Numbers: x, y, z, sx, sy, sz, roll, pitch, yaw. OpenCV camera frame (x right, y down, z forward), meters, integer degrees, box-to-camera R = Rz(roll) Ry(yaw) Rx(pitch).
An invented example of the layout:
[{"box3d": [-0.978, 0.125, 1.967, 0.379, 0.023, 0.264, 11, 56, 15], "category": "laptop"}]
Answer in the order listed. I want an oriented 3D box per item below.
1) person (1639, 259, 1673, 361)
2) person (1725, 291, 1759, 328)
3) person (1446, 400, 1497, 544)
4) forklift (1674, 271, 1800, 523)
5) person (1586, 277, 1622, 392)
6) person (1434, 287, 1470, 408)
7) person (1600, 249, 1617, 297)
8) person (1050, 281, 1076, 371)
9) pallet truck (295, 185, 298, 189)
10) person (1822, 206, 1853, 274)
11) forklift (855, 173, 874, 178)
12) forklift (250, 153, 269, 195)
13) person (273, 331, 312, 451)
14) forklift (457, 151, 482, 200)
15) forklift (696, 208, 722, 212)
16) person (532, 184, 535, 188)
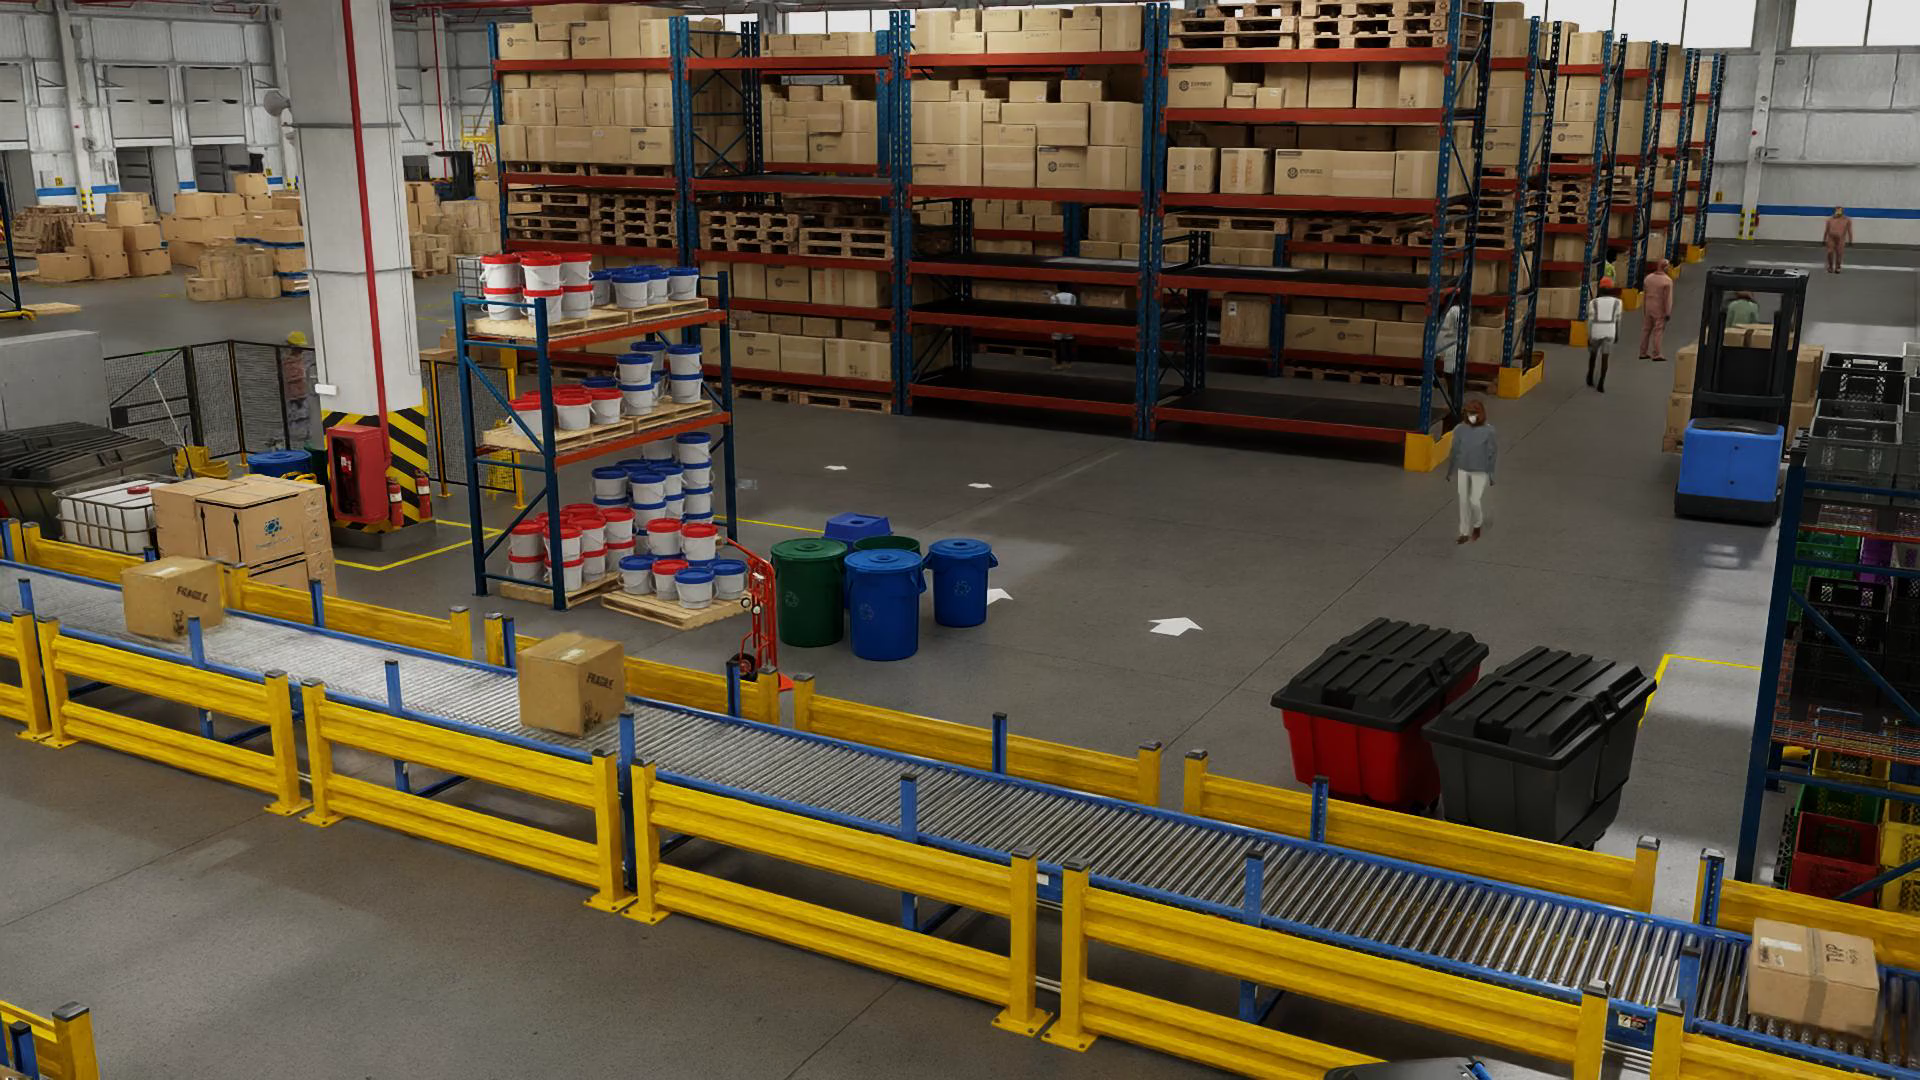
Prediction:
[{"box3d": [13.079, -4.302, 31.158, 0.399, 1.902, 0.642, -7, 17, -25], "category": "person"}, {"box3d": [13.725, -3.627, 29.210, 0.523, 1.582, 0.872, 11, 18, 35], "category": "person"}, {"box3d": [5.610, -0.735, 18.280, 0.526, 1.619, 0.348, 12, 19, 39], "category": "person"}, {"box3d": [9.269, -1.763, 19.726, 1.129, 2.768, 1.873, 8, 17, 27], "category": "forklift"}, {"box3d": [10.855, -3.483, 28.104, 0.552, 1.881, 1.005, 5, 16, 18], "category": "person"}, {"box3d": [7.623, -2.943, 25.843, 0.800, 2.005, 0.498, -13, 19, -39], "category": "person"}, {"box3d": [13.863, -5.388, 35.637, 0.318, 1.690, 0.530, 7, 17, 25], "category": "person"}, {"box3d": [1.844, -3.899, 30.021, 0.540, 1.697, 0.317, -8, 17, -27], "category": "person"}, {"box3d": [-26.804, -14.617, 69.738, 1.885, 1.965, 0.823, -14, 20, -42], "category": "pallet truck"}, {"box3d": [24.608, -8.402, 46.592, 0.782, 1.875, 0.600, 7, 17, 25], "category": "person"}, {"box3d": [-3.452, -12.630, 60.579, 1.873, 2.768, 1.129, 8, 17, 28], "category": "forklift"}, {"box3d": [-25.800, -12.825, 61.311, 1.873, 2.768, 1.129, -8, 17, -29], "category": "forklift"}, {"box3d": [-9.083, -1.978, 22.705, 0.600, 1.747, 0.551, -1, 15, -3], "category": "person"}, {"box3d": [-19.017, -13.621, 64.305, 1.873, 2.768, 1.129, 1, 15, 2], "category": "forklift"}, {"box3d": [-4.931, -4.998, 31.888, 1.873, 2.768, 1.129, 8, 17, 28], "category": "forklift"}, {"box3d": [-17.019, -13.492, 66.084, 0.531, 1.697, 0.322, 3, 15, 10], "category": "person"}]
